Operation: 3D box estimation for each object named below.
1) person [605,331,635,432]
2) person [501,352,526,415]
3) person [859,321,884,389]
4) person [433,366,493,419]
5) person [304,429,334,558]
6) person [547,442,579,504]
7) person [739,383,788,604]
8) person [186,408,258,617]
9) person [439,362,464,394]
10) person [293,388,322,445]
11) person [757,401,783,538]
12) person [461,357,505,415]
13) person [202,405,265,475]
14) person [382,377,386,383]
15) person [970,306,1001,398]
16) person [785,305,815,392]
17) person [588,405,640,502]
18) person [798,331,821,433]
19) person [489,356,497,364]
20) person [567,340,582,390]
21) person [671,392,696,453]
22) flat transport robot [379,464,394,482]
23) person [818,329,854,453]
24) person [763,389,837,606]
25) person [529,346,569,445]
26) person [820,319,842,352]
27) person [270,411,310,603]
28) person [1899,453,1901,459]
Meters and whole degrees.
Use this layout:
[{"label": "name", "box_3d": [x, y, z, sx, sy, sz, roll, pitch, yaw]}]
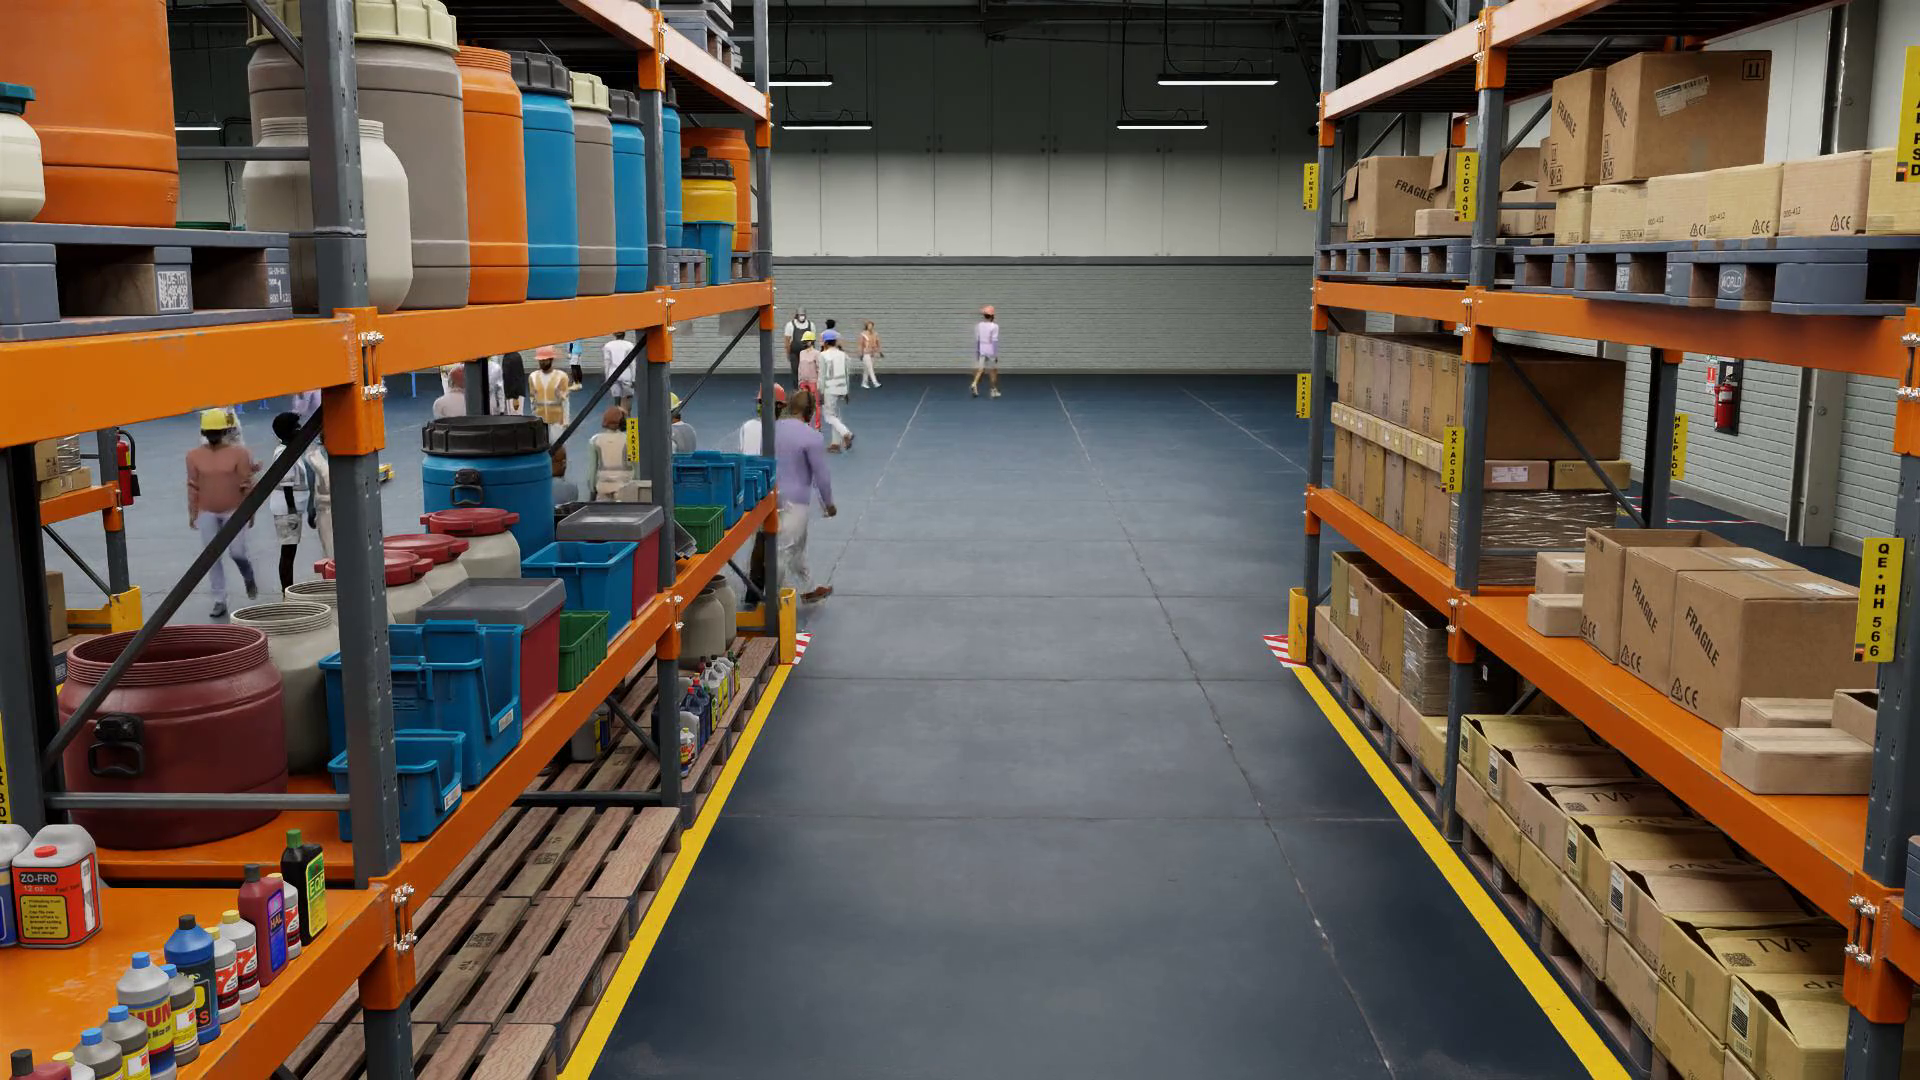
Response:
[{"label": "person", "box_3d": [-5.914, -2.841, 29.013, 0.541, 1.922, 0.411, 0, 9, 0]}, {"label": "person", "box_3d": [-6.667, -2.150, 24.715, 0.415, 1.986, 0.605, -5, 11, -26]}, {"label": "person", "box_3d": [-2.055, -4.304, 38.770, 0.531, 1.583, 0.901, -9, 13, -42]}, {"label": "person", "box_3d": [-5.279, -0.912, 17.642, 0.672, 1.852, 0.970, -6, 11, -31]}, {"label": "person", "box_3d": [-5.387, -0.235, 14.423, 0.526, 1.590, 0.877, -5, 11, -27]}, {"label": "person", "box_3d": [-3.103, 0.065, 12.557, 0.514, 1.605, 0.723, 3, 10, 20]}, {"label": "person", "box_3d": [-1.666, -0.404, 14.453, 0.572, 1.902, 0.589, -9, 13, -42]}, {"label": "person", "box_3d": [-6.206, -0.247, 13.998, 0.528, 1.749, 0.467, -1, 10, -8]}, {"label": "person", "box_3d": [-9.304, -3.040, 30.443, 0.633, 1.846, 0.429, 5, 11, 25]}, {"label": "person", "box_3d": [-10.668, -2.488, 27.040, 0.871, 1.882, 0.657, 1, 10, 9]}, {"label": "person", "box_3d": [-1.705, -0.444, 15.025, 0.531, 1.808, 1.015, -3, 10, -15]}, {"label": "person", "box_3d": [-6.609, -1.846, 23.149, 0.598, 1.887, 0.885, -6, 11, -31]}, {"label": "person", "box_3d": [-10.001, -1.772, 22.650, 0.641, 1.899, 0.988, 4, 10, 21]}, {"label": "person", "box_3d": [-14.159, -4.634, 40.674, 0.681, 1.607, 0.507, 5, 11, 28]}, {"label": "person", "box_3d": [0.569, -4.100, 36.293, 0.617, 2.016, 0.870, 7, 12, 37]}, {"label": "person", "box_3d": [-3.499, -4.152, 36.644, 0.694, 2.000, 0.538, -3, 10, -16]}, {"label": "person", "box_3d": [-3.289, -0.478, 15.794, 0.507, 1.603, 0.777, 1, 10, 6]}, {"label": "person", "box_3d": [-2.604, -2.722, 28.767, 0.524, 1.770, 0.315, 7, 12, 37]}, {"label": "person", "box_3d": [-9.473, -3.408, 32.826, 0.641, 1.795, 0.977, -3, 10, -15]}, {"label": "person", "box_3d": [-8.975, -4.342, 38.680, 0.315, 1.695, 0.541, 2, 10, 11]}, {"label": "person", "box_3d": [-2.547, -0.415, 14.787, 0.404, 1.822, 0.587, 2, 10, 10]}, {"label": "flat transport robot", "box_3d": [-8.048, -0.859, 22.208, 0.652, 0.197, 1.431, -1, 10, -7]}, {"label": "person", "box_3d": [-1.895, -2.297, 25.735, 0.703, 1.927, 0.635, 7, 12, 38]}, {"label": "person", "box_3d": [-1.318, -0.324, 14.013, 0.961, 1.890, 0.639, -8, 13, -41]}, {"label": "person", "box_3d": [-5.233, -1.532, 21.195, 0.544, 1.922, 0.408, 1, 10, 6]}, {"label": "person", "box_3d": [-2.911, -4.195, 37.872, 0.538, 1.679, 0.632, -4, 10, -23]}, {"label": "person", "box_3d": [-5.682, -0.242, 14.118, 0.322, 1.697, 0.534, -3, 10, -20]}, {"label": "person", "box_3d": [7.864, -0.271, 13.493, 0.603, 1.966, 0.368, -4, 10, -25]}]
